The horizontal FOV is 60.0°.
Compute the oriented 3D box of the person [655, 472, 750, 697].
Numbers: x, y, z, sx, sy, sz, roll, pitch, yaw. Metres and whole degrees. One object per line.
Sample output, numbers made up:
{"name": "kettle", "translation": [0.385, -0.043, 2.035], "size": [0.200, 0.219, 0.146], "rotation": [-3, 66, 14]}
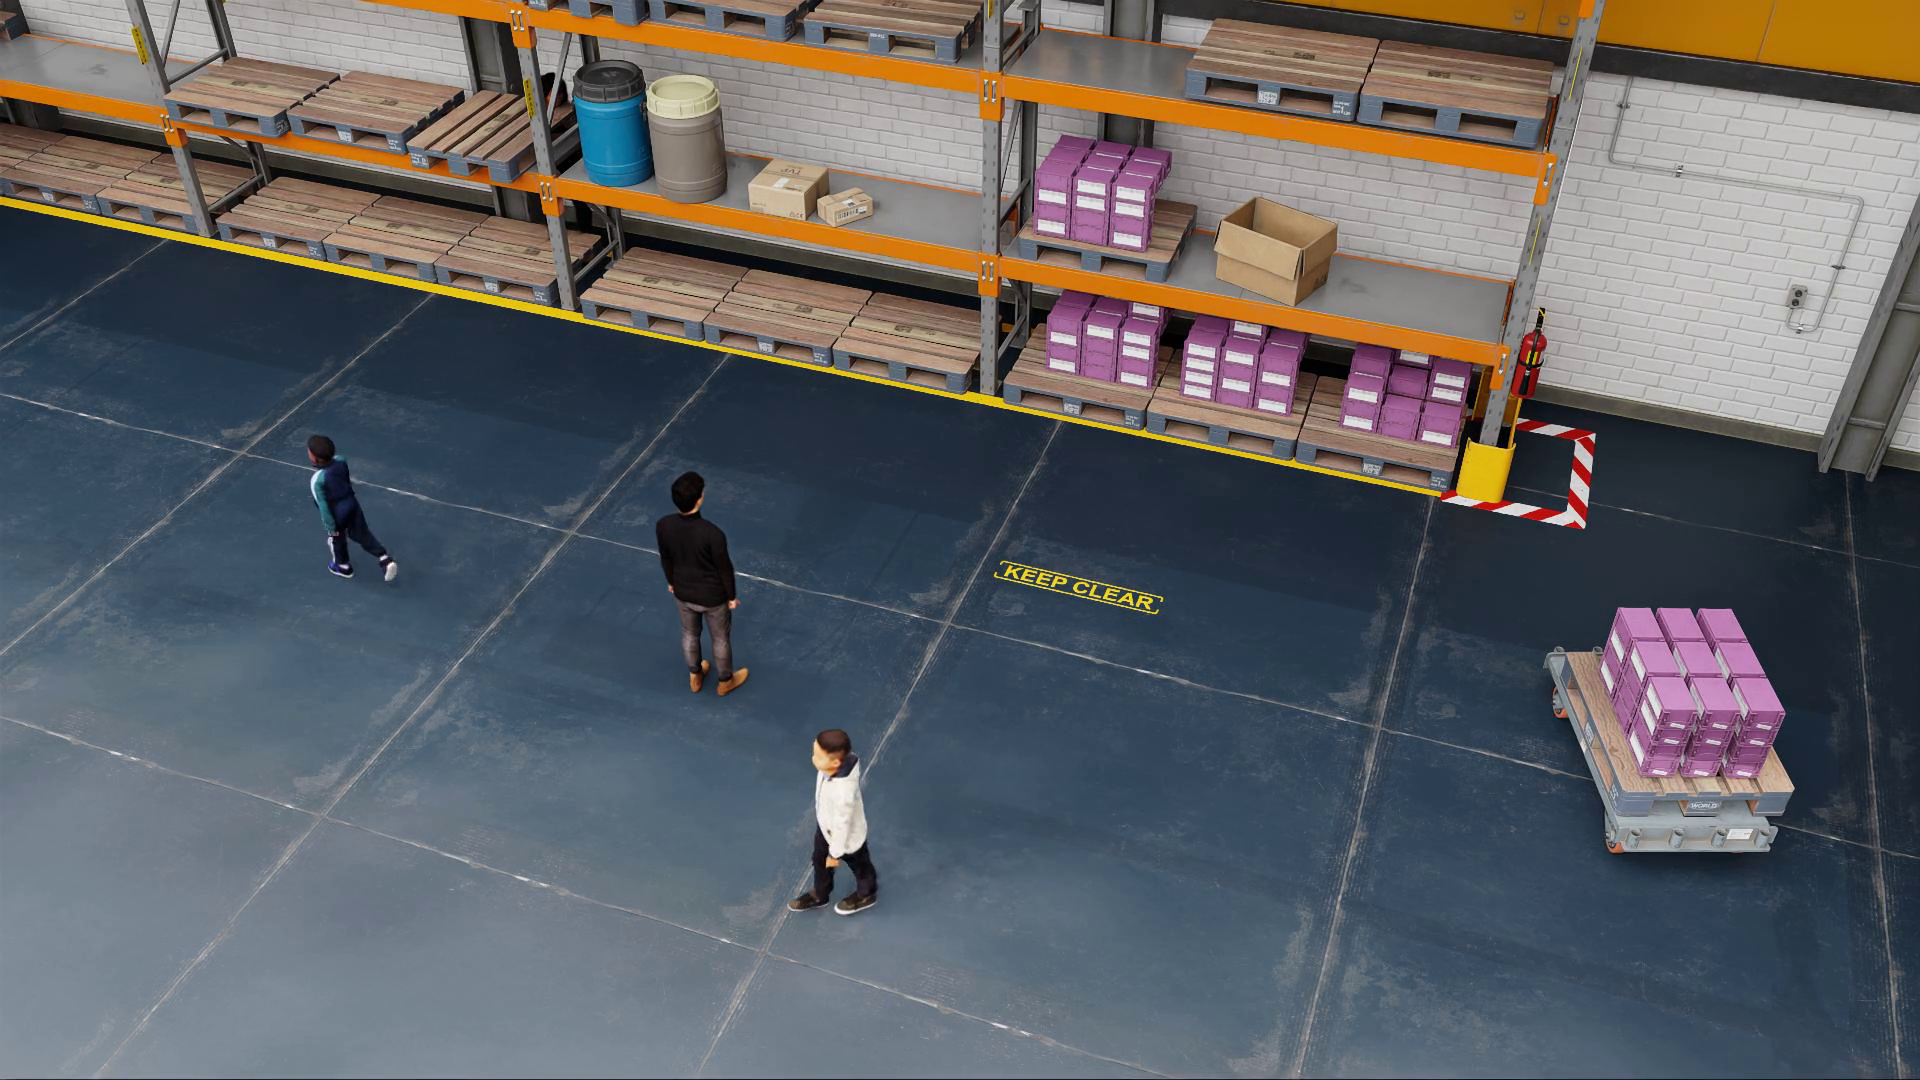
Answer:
{"name": "person", "translation": [-1.659, 0.292, 10.636], "size": [0.464, 1.722, 0.702], "rotation": [12, 40, 15]}

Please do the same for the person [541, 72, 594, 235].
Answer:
{"name": "person", "translation": [-3.634, -3.420, 15.212], "size": [0.774, 1.814, 0.834], "rotation": [-16, 41, -19]}

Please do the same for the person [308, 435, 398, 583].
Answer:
{"name": "person", "translation": [-4.292, -0.205, 11.642], "size": [0.852, 1.243, 0.556], "rotation": [17, 42, 20]}

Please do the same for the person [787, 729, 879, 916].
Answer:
{"name": "person", "translation": [-0.594, 1.565, 9.268], "size": [0.890, 1.440, 0.829], "rotation": [-16, 41, -19]}
